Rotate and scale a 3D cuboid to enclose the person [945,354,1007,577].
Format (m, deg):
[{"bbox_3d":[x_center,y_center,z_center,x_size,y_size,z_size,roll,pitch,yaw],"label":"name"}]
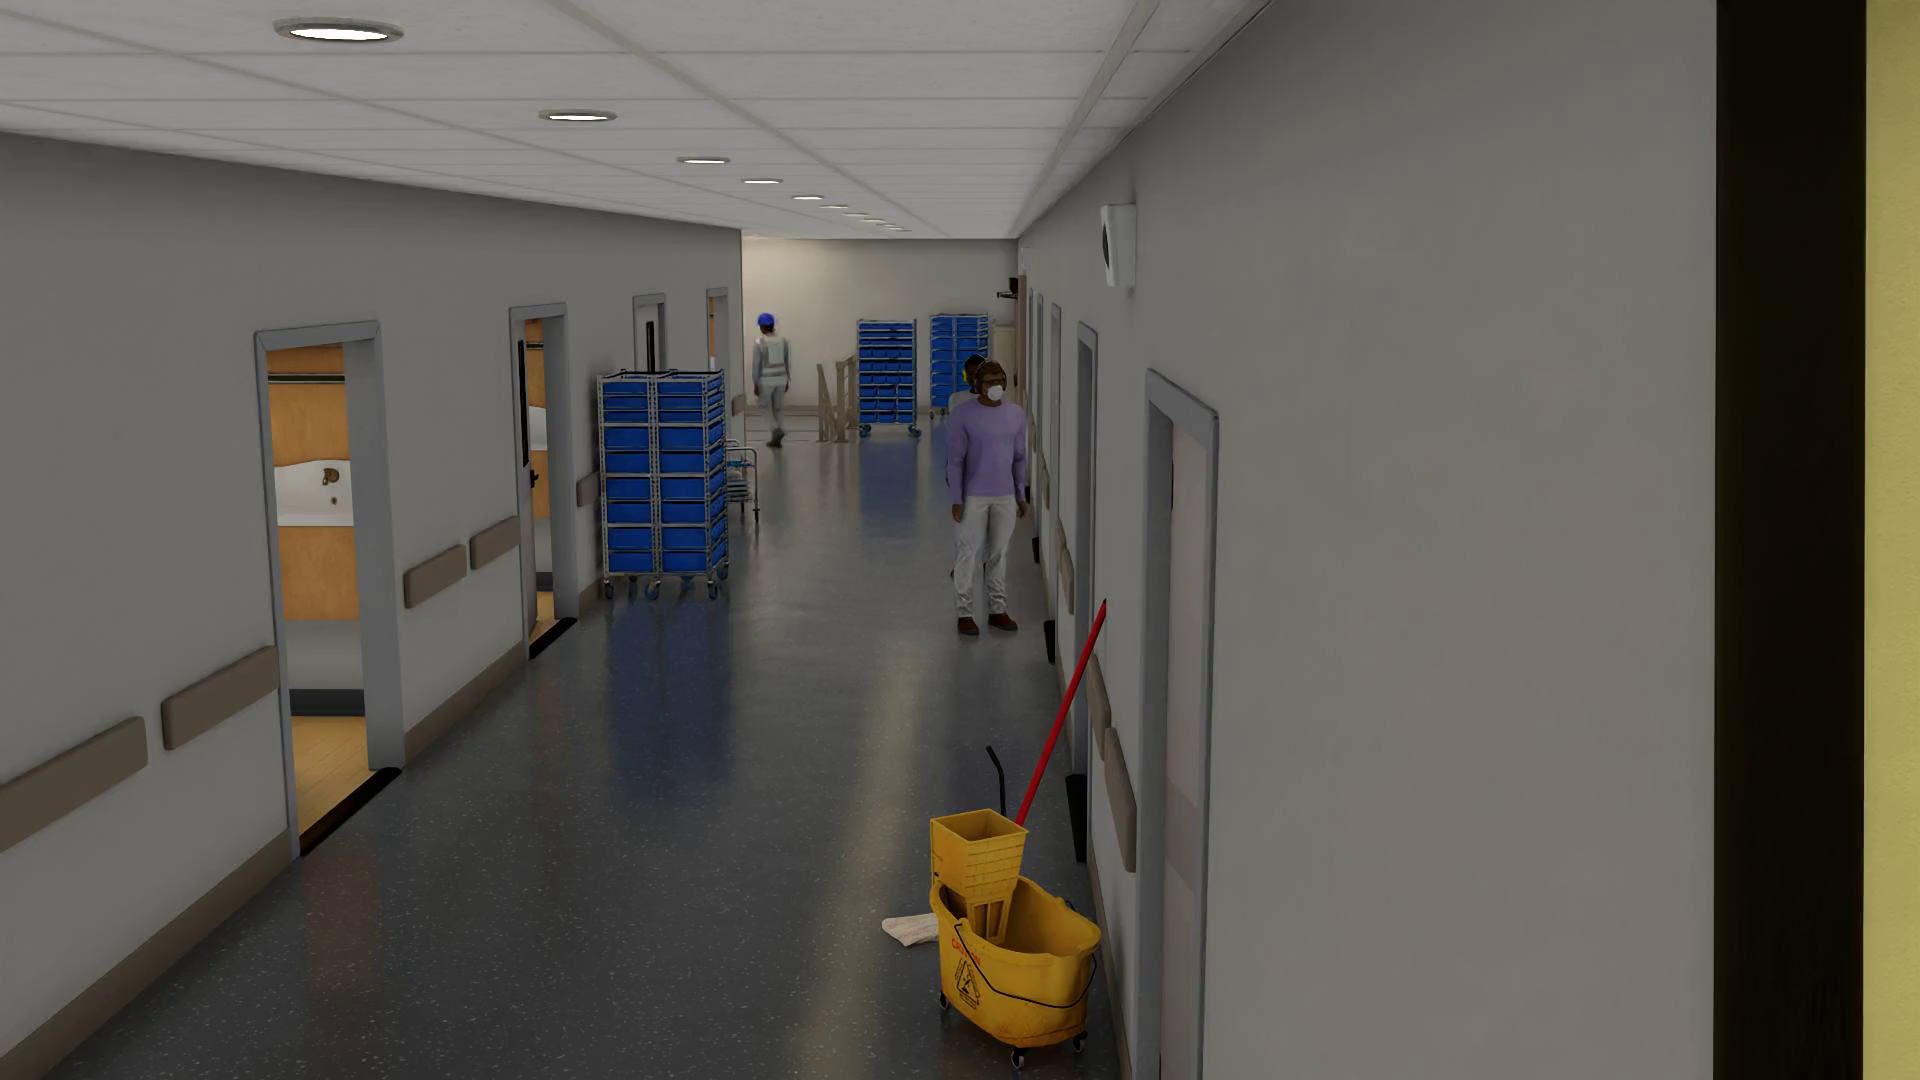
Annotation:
[{"bbox_3d":[0.144,-0.611,13.851,0.534,1.866,0.309,0,9,1],"label":"person"}]

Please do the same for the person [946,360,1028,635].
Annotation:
[{"bbox_3d":[0.202,-0.304,11.795,0.629,1.940,0.379,-5,10,-25],"label":"person"}]

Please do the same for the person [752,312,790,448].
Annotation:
[{"bbox_3d":[-2.627,-2.236,23.419,0.652,1.927,0.533,-8,12,-39],"label":"person"}]
